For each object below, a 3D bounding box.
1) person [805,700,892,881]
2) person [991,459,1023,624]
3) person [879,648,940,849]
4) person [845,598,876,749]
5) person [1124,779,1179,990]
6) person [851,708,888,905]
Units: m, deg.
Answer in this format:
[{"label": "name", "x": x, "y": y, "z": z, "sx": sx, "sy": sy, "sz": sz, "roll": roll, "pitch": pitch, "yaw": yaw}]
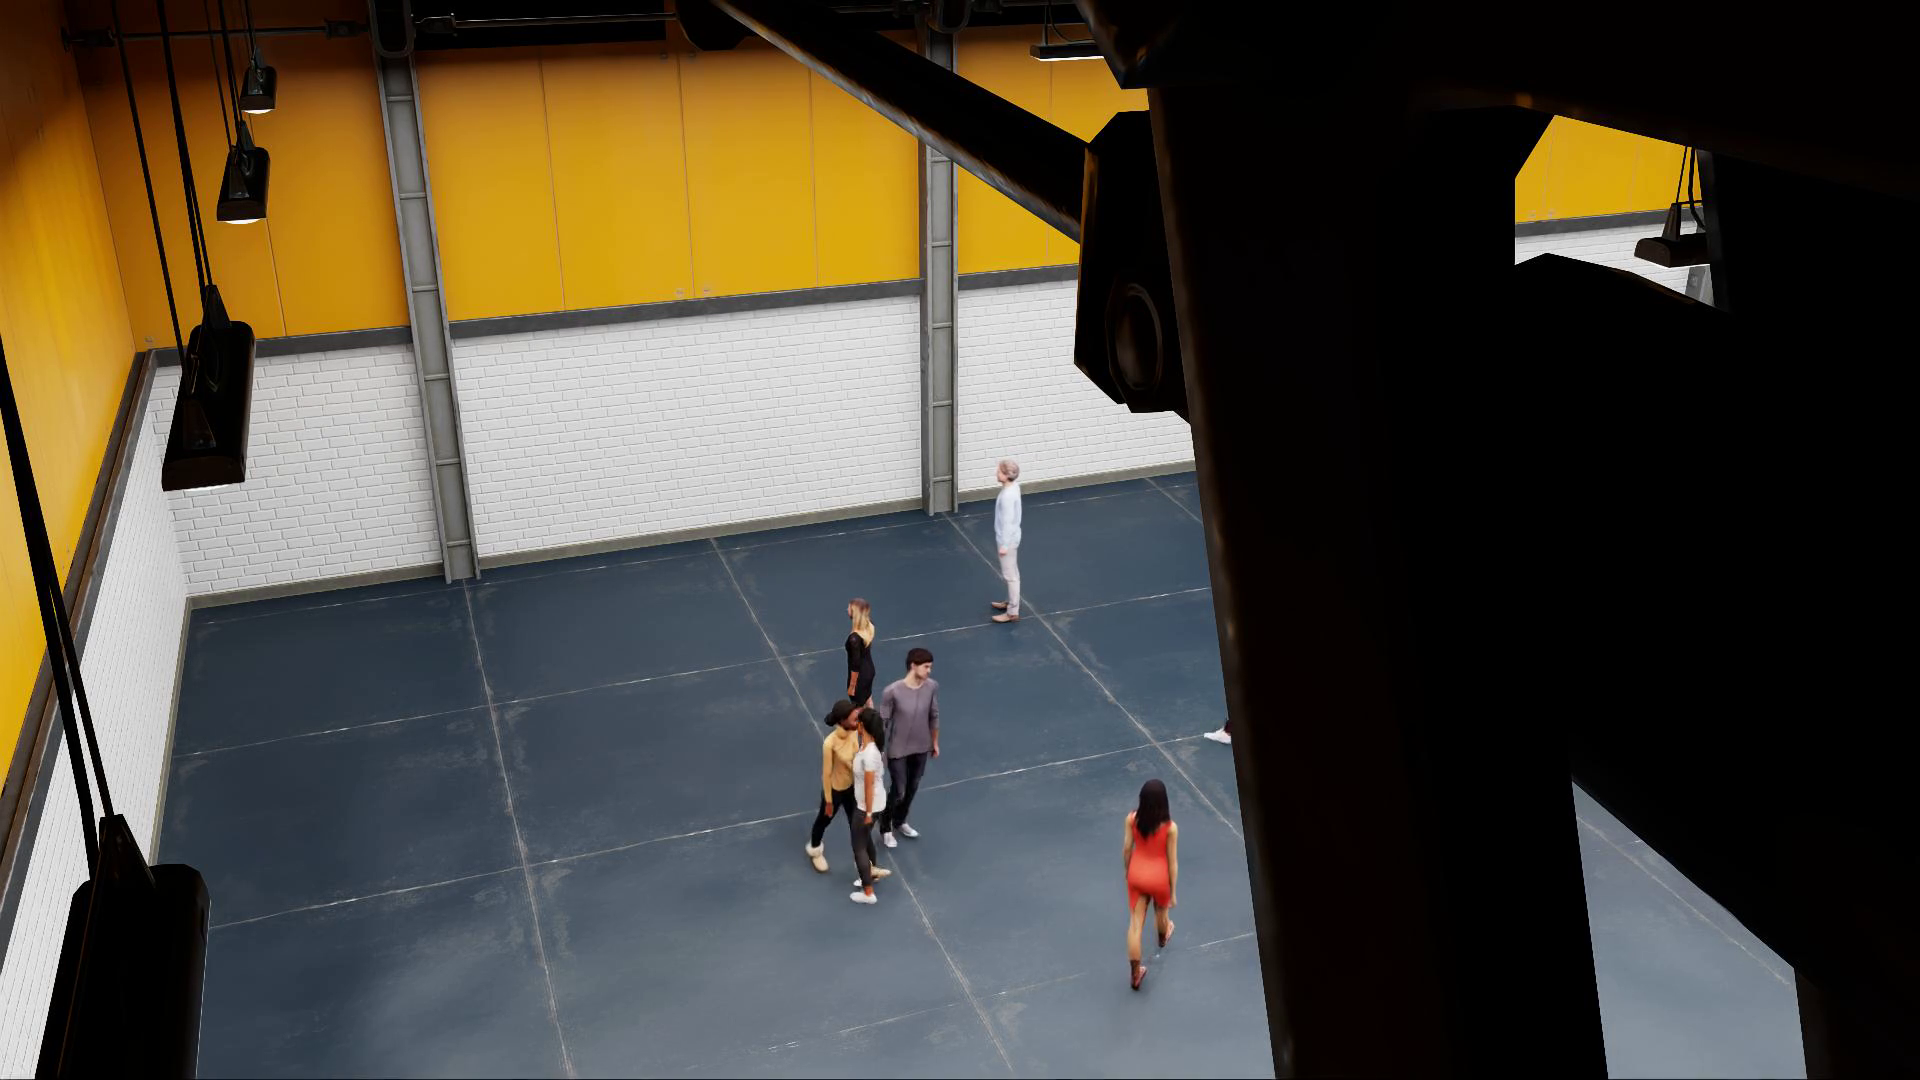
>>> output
[{"label": "person", "x": -1.061, "y": 2.073, "z": 13.933, "sx": 1.059, "sy": 1.613, "sz": 1.121, "roll": 21, "pitch": 31, "yaw": 40}, {"label": "person", "x": 0.539, "y": -0.011, "z": 18.350, "sx": 0.739, "sy": 1.893, "sz": 0.748, "roll": 3, "pitch": 24, "yaw": 6}, {"label": "person", "x": -0.501, "y": 1.776, "z": 14.351, "sx": 0.620, "sy": 1.822, "sz": 0.841, "roll": -8, "pitch": 25, "yaw": -18}, {"label": "person", "x": -0.926, "y": 1.301, "z": 15.618, "sx": 0.637, "sy": 1.677, "sz": 0.609, "roll": 7, "pitch": 25, "yaw": 15}, {"label": "person", "x": 1.409, "y": 2.634, "z": 12.564, "sx": 1.045, "sy": 1.681, "sz": 1.070, "roll": 9, "pitch": 25, "yaw": 19}, {"label": "person", "x": -0.706, "y": 2.150, "z": 13.752, "sx": 0.664, "sy": 1.616, "sz": 0.811, "roll": -9, "pitch": 25, "yaw": -19}]
